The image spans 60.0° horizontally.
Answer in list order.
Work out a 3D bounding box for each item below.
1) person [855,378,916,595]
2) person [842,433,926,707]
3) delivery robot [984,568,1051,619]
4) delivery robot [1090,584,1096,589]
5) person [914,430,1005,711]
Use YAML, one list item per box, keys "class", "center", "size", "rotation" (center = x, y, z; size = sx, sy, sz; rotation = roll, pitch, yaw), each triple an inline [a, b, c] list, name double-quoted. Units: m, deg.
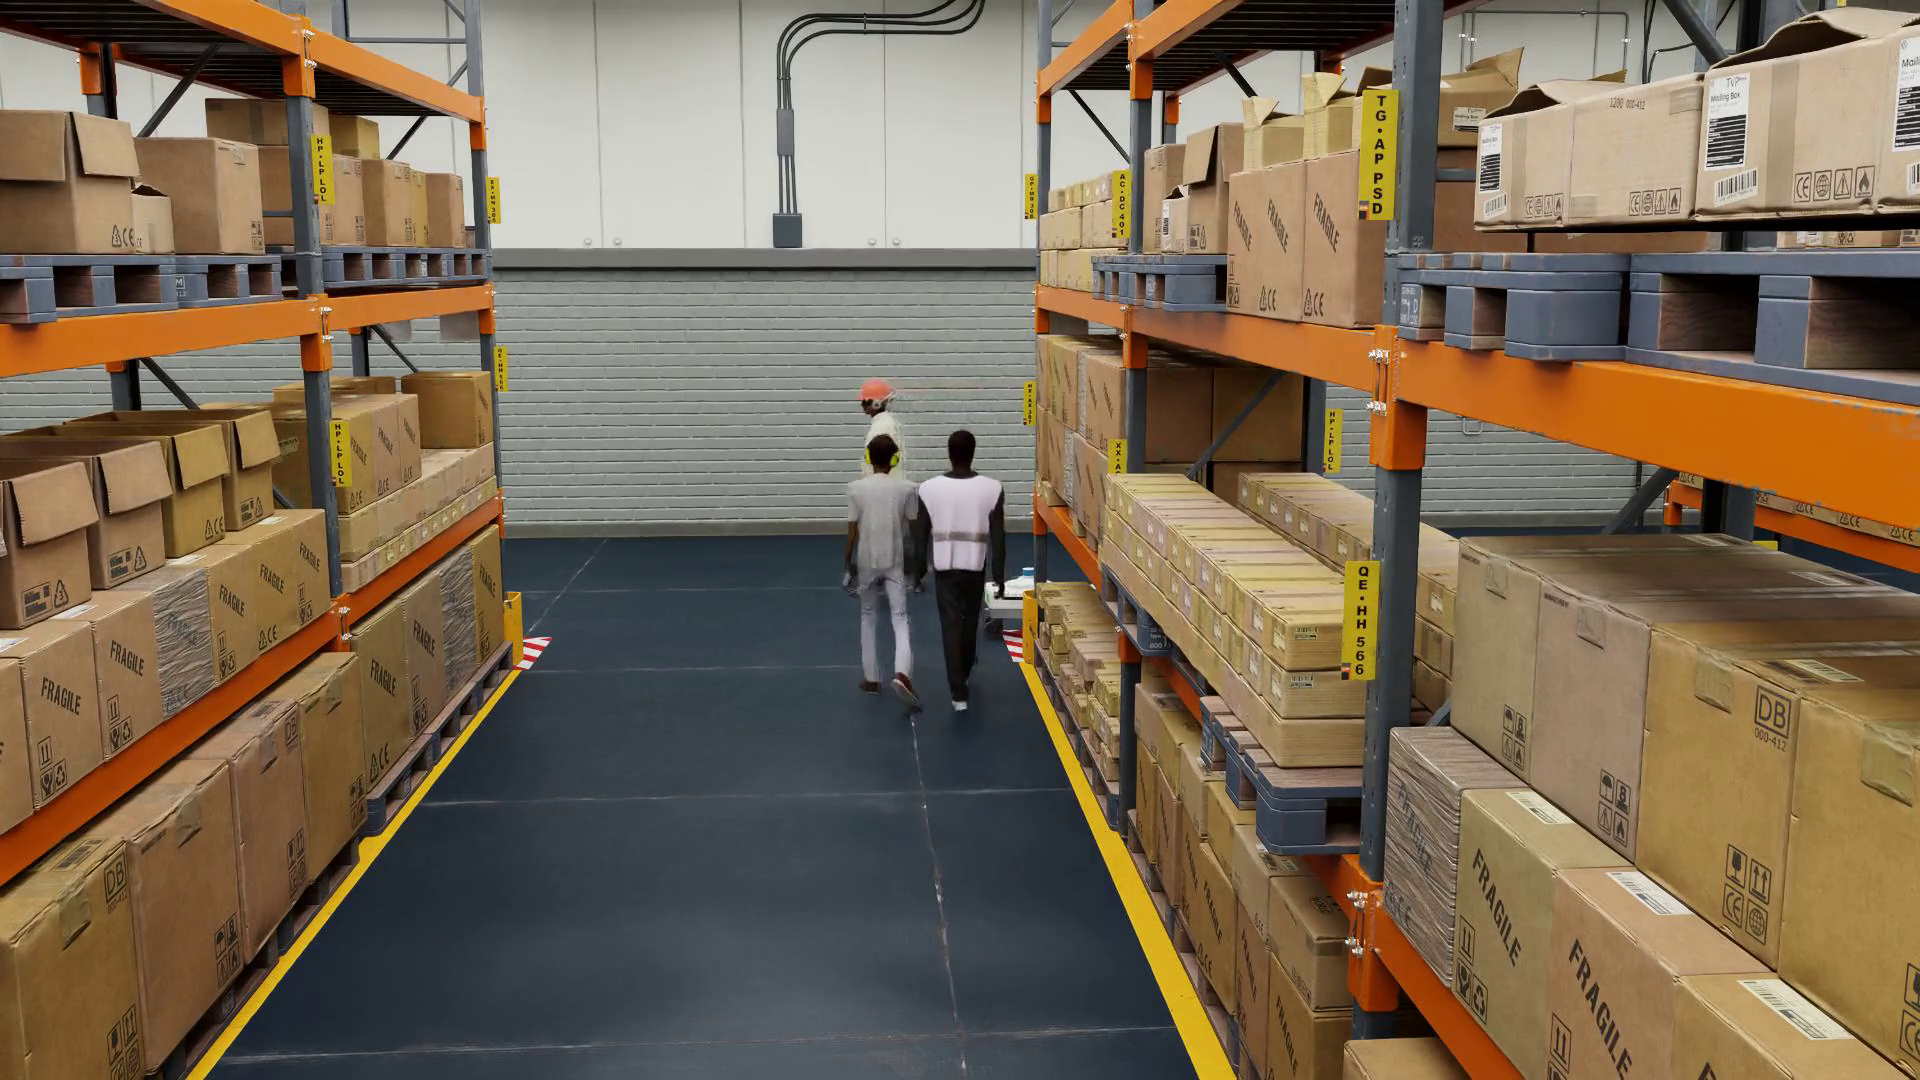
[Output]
- class: "person"
  center: [-0.642, -0.454, 14.824]
  size: [0.573, 1.979, 0.614]
  rotation: [1, 10, 5]
- class: "person"
  center: [-0.519, 0.208, 11.367]
  size: [0.570, 1.841, 0.745]
  rotation: [-1, 10, -6]
- class: "delivery robot"
  center: [0.547, 0.464, 13.303]
  size: [0.707, 0.478, 0.477]
  rotation: [0, 10, 2]
- class: "delivery robot"
  center: [1.138, 0.504, 13.069]
  size: [0.477, 0.478, 0.707]
  rotation: [9, 13, 43]
- class: "person"
  center: [-0.005, 0.182, 11.402]
  size: [0.606, 1.867, 0.963]
  rotation: [-1, 10, -5]
